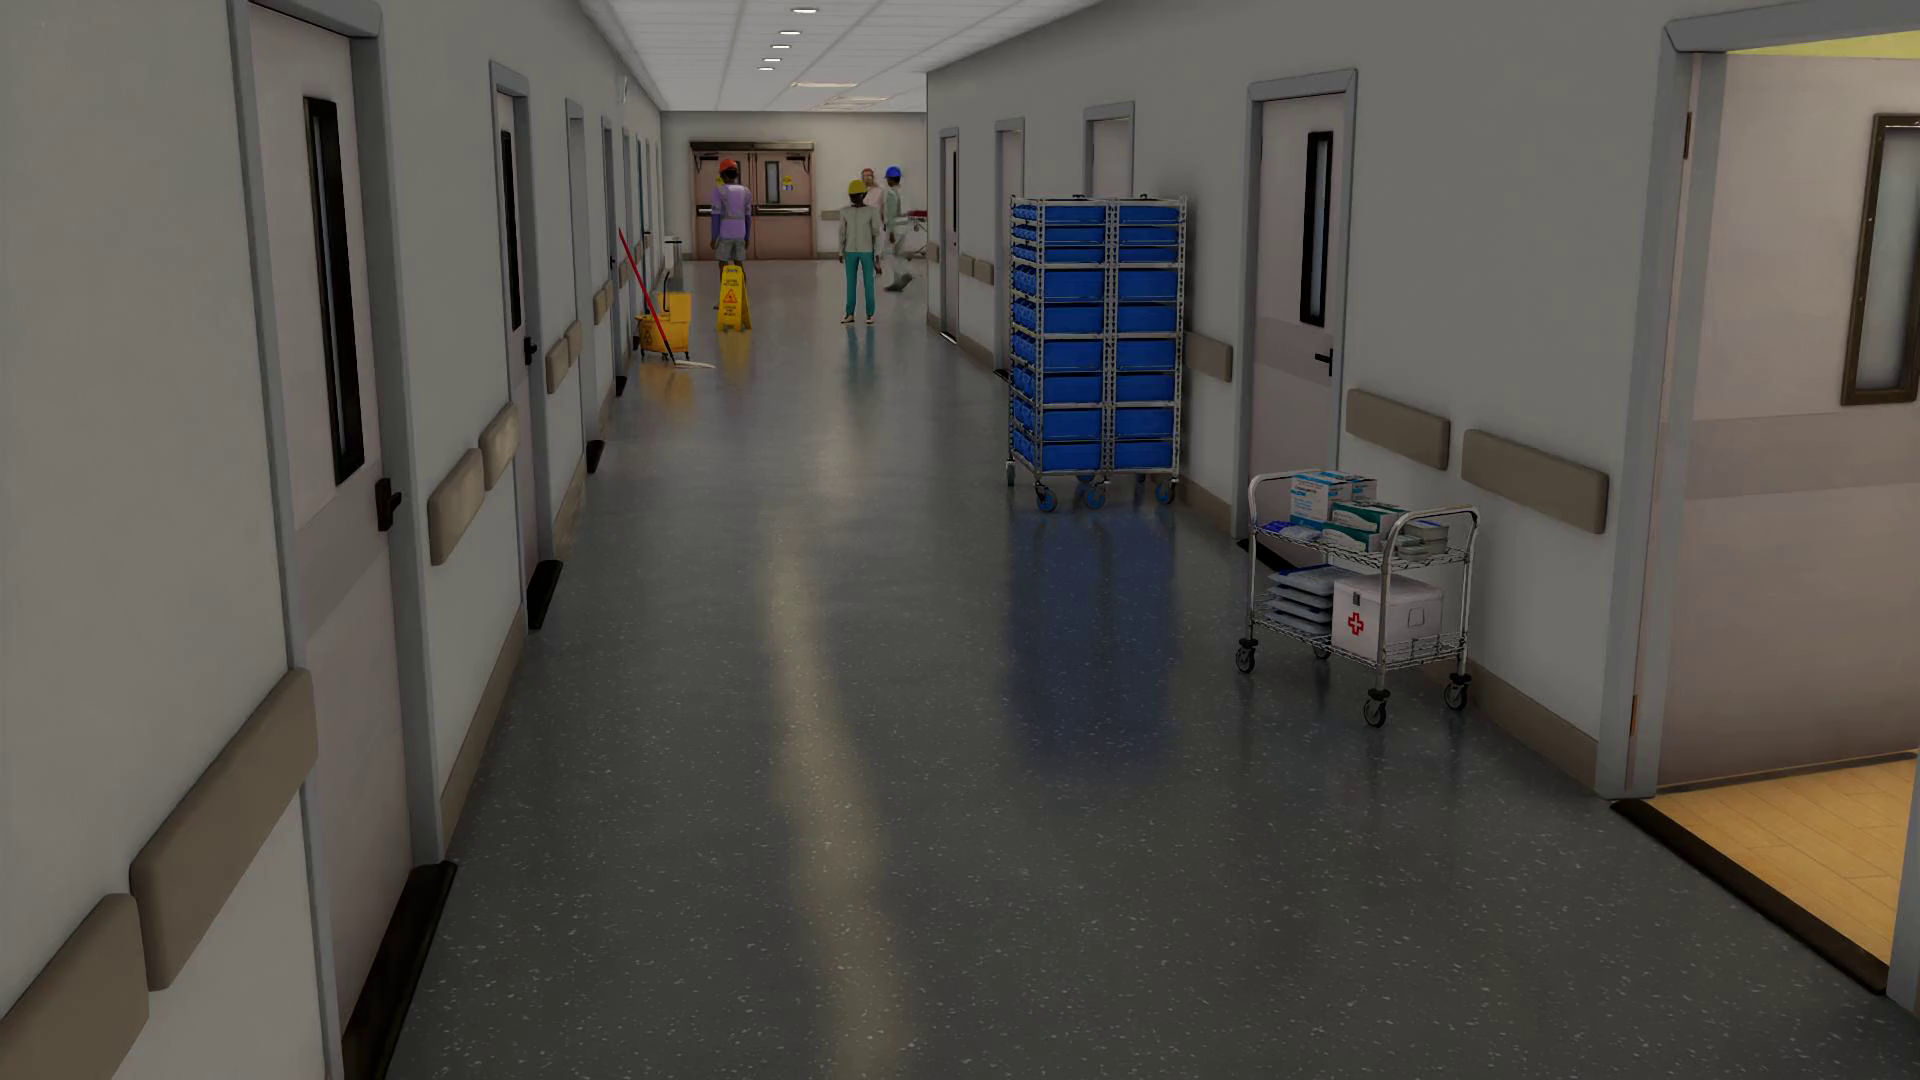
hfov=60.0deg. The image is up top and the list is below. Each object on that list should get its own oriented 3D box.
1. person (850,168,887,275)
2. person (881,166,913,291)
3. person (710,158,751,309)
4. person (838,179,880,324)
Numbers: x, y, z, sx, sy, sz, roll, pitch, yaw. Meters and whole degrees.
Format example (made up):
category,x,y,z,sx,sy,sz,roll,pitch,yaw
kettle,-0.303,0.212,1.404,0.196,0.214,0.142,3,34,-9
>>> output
category,x,y,z,sx,sy,sz,roll,pitch,yaw
person,-1.626,-5.680,29.706,0.686,1.887,0.619,-1,13,-6
person,-0.969,-4.797,25.698,0.478,1.928,0.614,6,14,26
person,-3.124,-4.151,22.627,0.613,2.029,0.409,-11,17,-40
person,-1.249,-3.557,20.566,0.533,1.765,0.322,3,13,13
